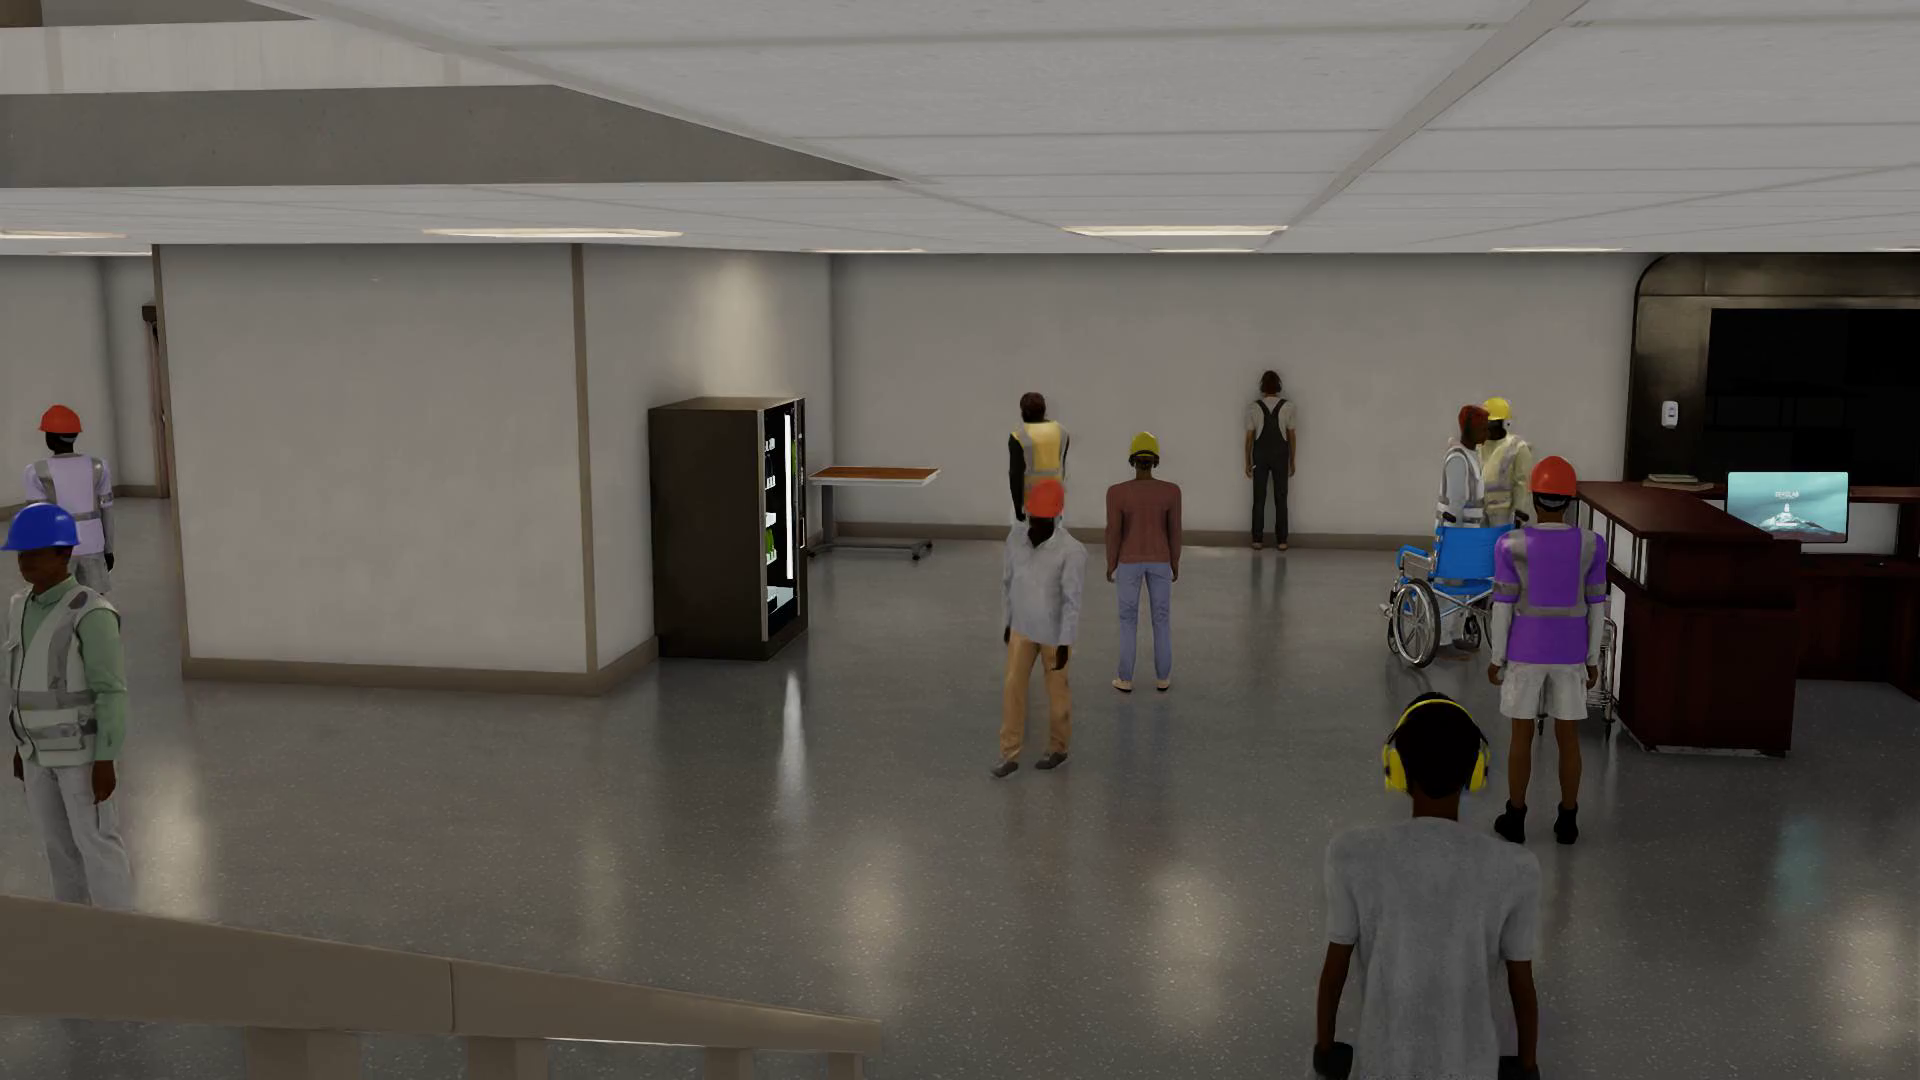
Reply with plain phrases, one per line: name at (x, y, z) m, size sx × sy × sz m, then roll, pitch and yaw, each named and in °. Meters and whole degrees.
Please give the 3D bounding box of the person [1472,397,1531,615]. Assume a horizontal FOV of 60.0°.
person at (4.372, -0.269, 13.677) m, size 0.433 × 1.814 × 0.617 m, roll -8°, pitch 12°, yaw -39°

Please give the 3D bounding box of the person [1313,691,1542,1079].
person at (1.123, 1.287, 3.985) m, size 0.551 × 1.856 × 0.461 m, roll 3°, pitch 10°, yaw 16°

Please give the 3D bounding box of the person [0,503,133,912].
person at (-3.547, 0.820, 6.582) m, size 0.619 × 1.951 × 0.395 m, roll 5°, pitch 11°, yaw 29°

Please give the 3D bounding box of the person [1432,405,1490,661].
person at (3.676, -0.057, 12.210) m, size 0.351 × 1.877 × 0.583 m, roll 5°, pitch 10°, yaw 28°

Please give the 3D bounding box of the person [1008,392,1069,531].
person at (0.699, -0.375, 14.383) m, size 0.619 × 1.815 × 0.883 m, roll -5°, pitch 10°, yaw -28°

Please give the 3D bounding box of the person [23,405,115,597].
person at (-6.051, 0.051, 11.334) m, size 0.349 × 1.942 × 0.545 m, roll 9°, pitch 13°, yaw 43°

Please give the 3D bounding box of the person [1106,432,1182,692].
person at (1.236, 0.154, 11.242) m, size 0.525 × 1.769 × 0.308 m, roll -1°, pitch 9°, yaw -5°

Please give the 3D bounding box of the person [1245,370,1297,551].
person at (3.153, -0.800, 16.915) m, size 0.507 × 1.841 × 0.351 m, roll 2°, pitch 9°, yaw 11°

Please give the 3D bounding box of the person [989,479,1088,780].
person at (0.431, 0.499, 9.274) m, size 0.586 × 1.707 × 0.725 m, roll 6°, pitch 11°, yaw 34°

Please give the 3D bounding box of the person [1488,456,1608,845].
person at (2.899, 0.550, 8.260) m, size 0.543 × 1.940 × 0.361 m, roll 1°, pitch 9°, yaw 9°
